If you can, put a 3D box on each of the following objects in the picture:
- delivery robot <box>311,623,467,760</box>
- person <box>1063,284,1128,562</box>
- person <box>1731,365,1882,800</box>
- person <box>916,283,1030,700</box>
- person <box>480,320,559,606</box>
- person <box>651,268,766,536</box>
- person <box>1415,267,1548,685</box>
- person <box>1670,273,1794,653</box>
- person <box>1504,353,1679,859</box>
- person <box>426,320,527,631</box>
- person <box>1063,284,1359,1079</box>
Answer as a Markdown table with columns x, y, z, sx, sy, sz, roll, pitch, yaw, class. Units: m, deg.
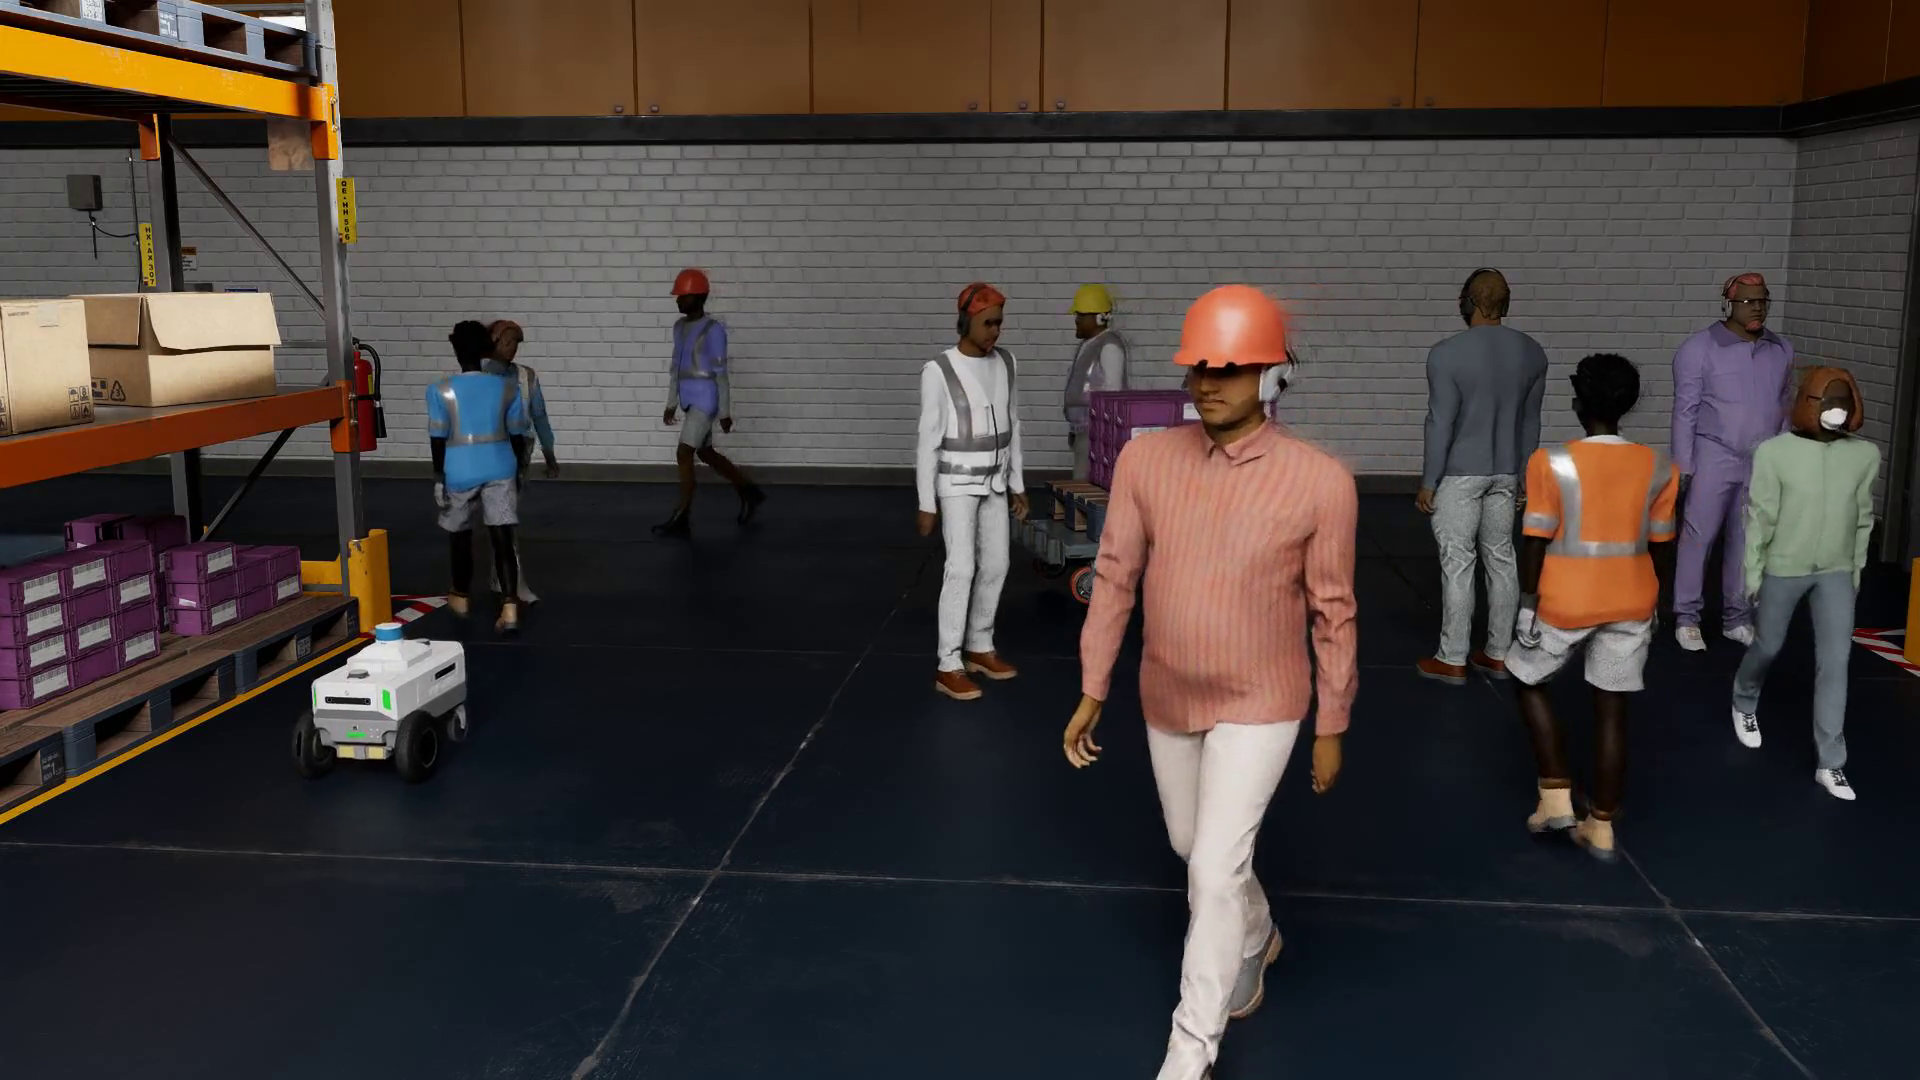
| x | y | z | sx | sy | sz | roll | pitch | yaw | class |
| --- | --- | --- | --- | --- | --- | --- | --- | --- | --- |
| -2.232 | 0.569 | 6.539 | 0.477 | 0.478 | 0.707 | 1 | 10 | 8 | delivery robot |
| 0.902 | -0.731 | 10.658 | 0.493 | 1.810 | 0.629 | -2 | 10 | -10 | person |
| 3.263 | 0.114 | 6.454 | 0.504 | 1.602 | 0.847 | 1 | 10 | 5 | person |
| 0.025 | -0.228 | 7.591 | 0.466 | 1.873 | 0.655 | 10 | 14 | 44 | person |
| -2.530 | -0.434 | 9.489 | 0.681 | 1.615 | 0.525 | 8 | 12 | 37 | person |
| -1.810 | -1.004 | 11.983 | 0.941 | 1.903 | 0.553 | -7 | 12 | -35 | person |
| 2.414 | -0.292 | 7.772 | 0.635 | 1.938 | 0.359 | -4 | 11 | -20 | person |
| 3.904 | -0.384 | 8.393 | 0.651 | 1.907 | 0.409 | -2 | 10 | -10 | person |
| 2.103 | 0.220 | 5.564 | 0.555 | 1.678 | 0.404 | -1 | 10 | -5 | person |
| -2.574 | -0.348 | 8.908 | 0.542 | 1.650 | 0.884 | -6 | 11 | -30 | person |
| 0.651 | 0.361 | 4.024 | 0.625 | 1.958 | 1.004 | 7 | 12 | 35 | person |
